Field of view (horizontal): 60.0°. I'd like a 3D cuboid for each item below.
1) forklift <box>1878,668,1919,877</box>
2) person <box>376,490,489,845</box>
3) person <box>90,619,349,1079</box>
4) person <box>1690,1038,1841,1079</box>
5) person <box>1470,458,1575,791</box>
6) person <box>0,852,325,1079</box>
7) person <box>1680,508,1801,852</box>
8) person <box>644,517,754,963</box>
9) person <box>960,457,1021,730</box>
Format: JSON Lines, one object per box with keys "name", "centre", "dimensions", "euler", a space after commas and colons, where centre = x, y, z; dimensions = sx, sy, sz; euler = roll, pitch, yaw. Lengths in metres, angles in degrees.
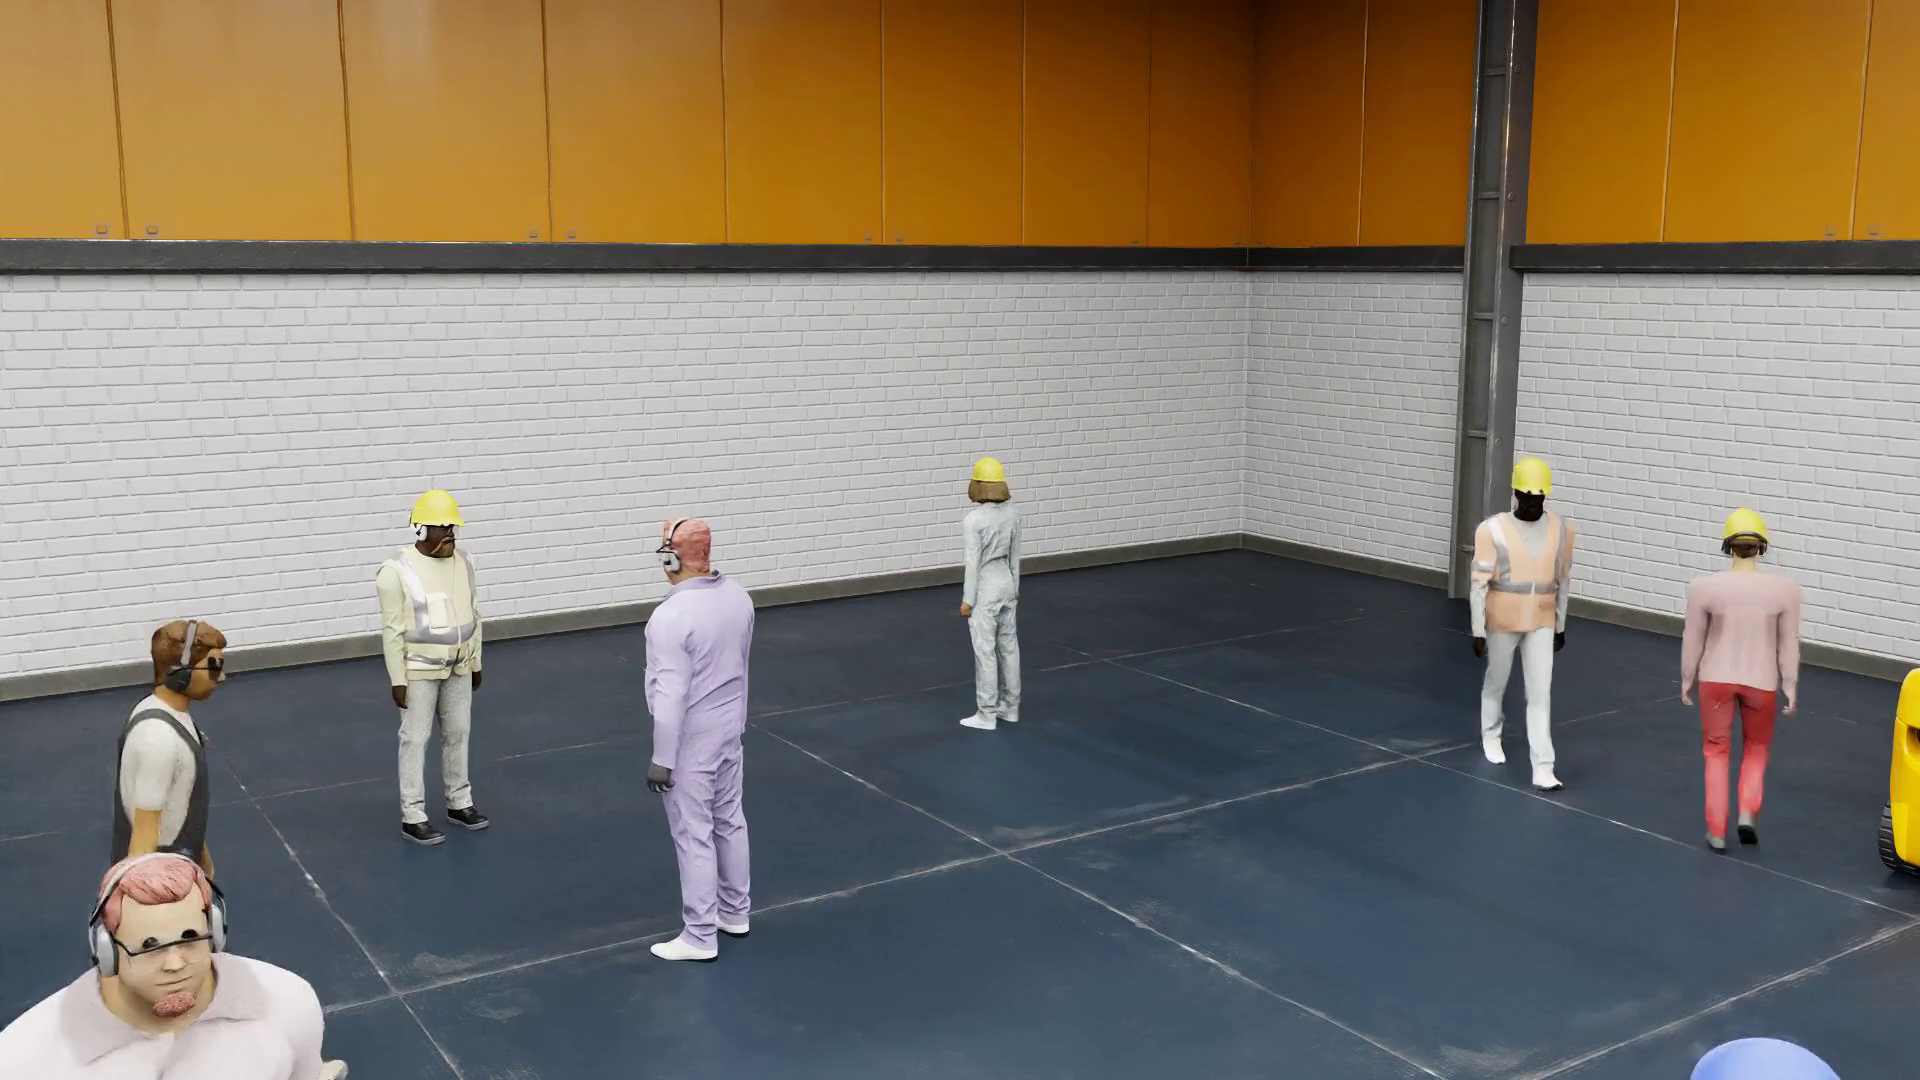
{"name": "forklift", "centre": [5.511, 0.571, 7.906], "dimensions": [2.313, 2.155, 1.214], "euler": [-6, 11, -33]}
{"name": "person", "centre": [-2.699, 0.644, 8.591], "dimensions": [0.403, 1.825, 0.595], "euler": [7, 12, 35]}
{"name": "person", "centre": [-2.716, 1.148, 5.687], "dimensions": [1.011, 1.782, 0.577], "euler": [-5, 11, -26]}
{"name": "person", "centre": [1.057, 1.615, 2.389], "dimensions": [0.624, 1.933, 0.441], "euler": [1, 9, 6]}
{"name": "person", "centre": [3.228, 0.456, 9.570], "dimensions": [0.612, 1.869, 1.009], "euler": [0, 9, 0]}
{"name": "person", "centre": [-1.522, 1.517, 3.225], "dimensions": [0.647, 1.856, 0.997], "euler": [-5, 11, -28]}
{"name": "person", "centre": [3.918, 0.709, 8.380], "dimensions": [0.546, 1.749, 0.372], "euler": [3, 10, 20]}
{"name": "person", "centre": [-1.142, 0.845, 7.126], "dimensions": [0.402, 1.904, 0.651], "euler": [4, 10, 24]}
{"name": "person", "centre": [0.184, 0.338, 10.664], "dimensions": [0.317, 1.743, 0.492], "euler": [9, 13, 42]}
